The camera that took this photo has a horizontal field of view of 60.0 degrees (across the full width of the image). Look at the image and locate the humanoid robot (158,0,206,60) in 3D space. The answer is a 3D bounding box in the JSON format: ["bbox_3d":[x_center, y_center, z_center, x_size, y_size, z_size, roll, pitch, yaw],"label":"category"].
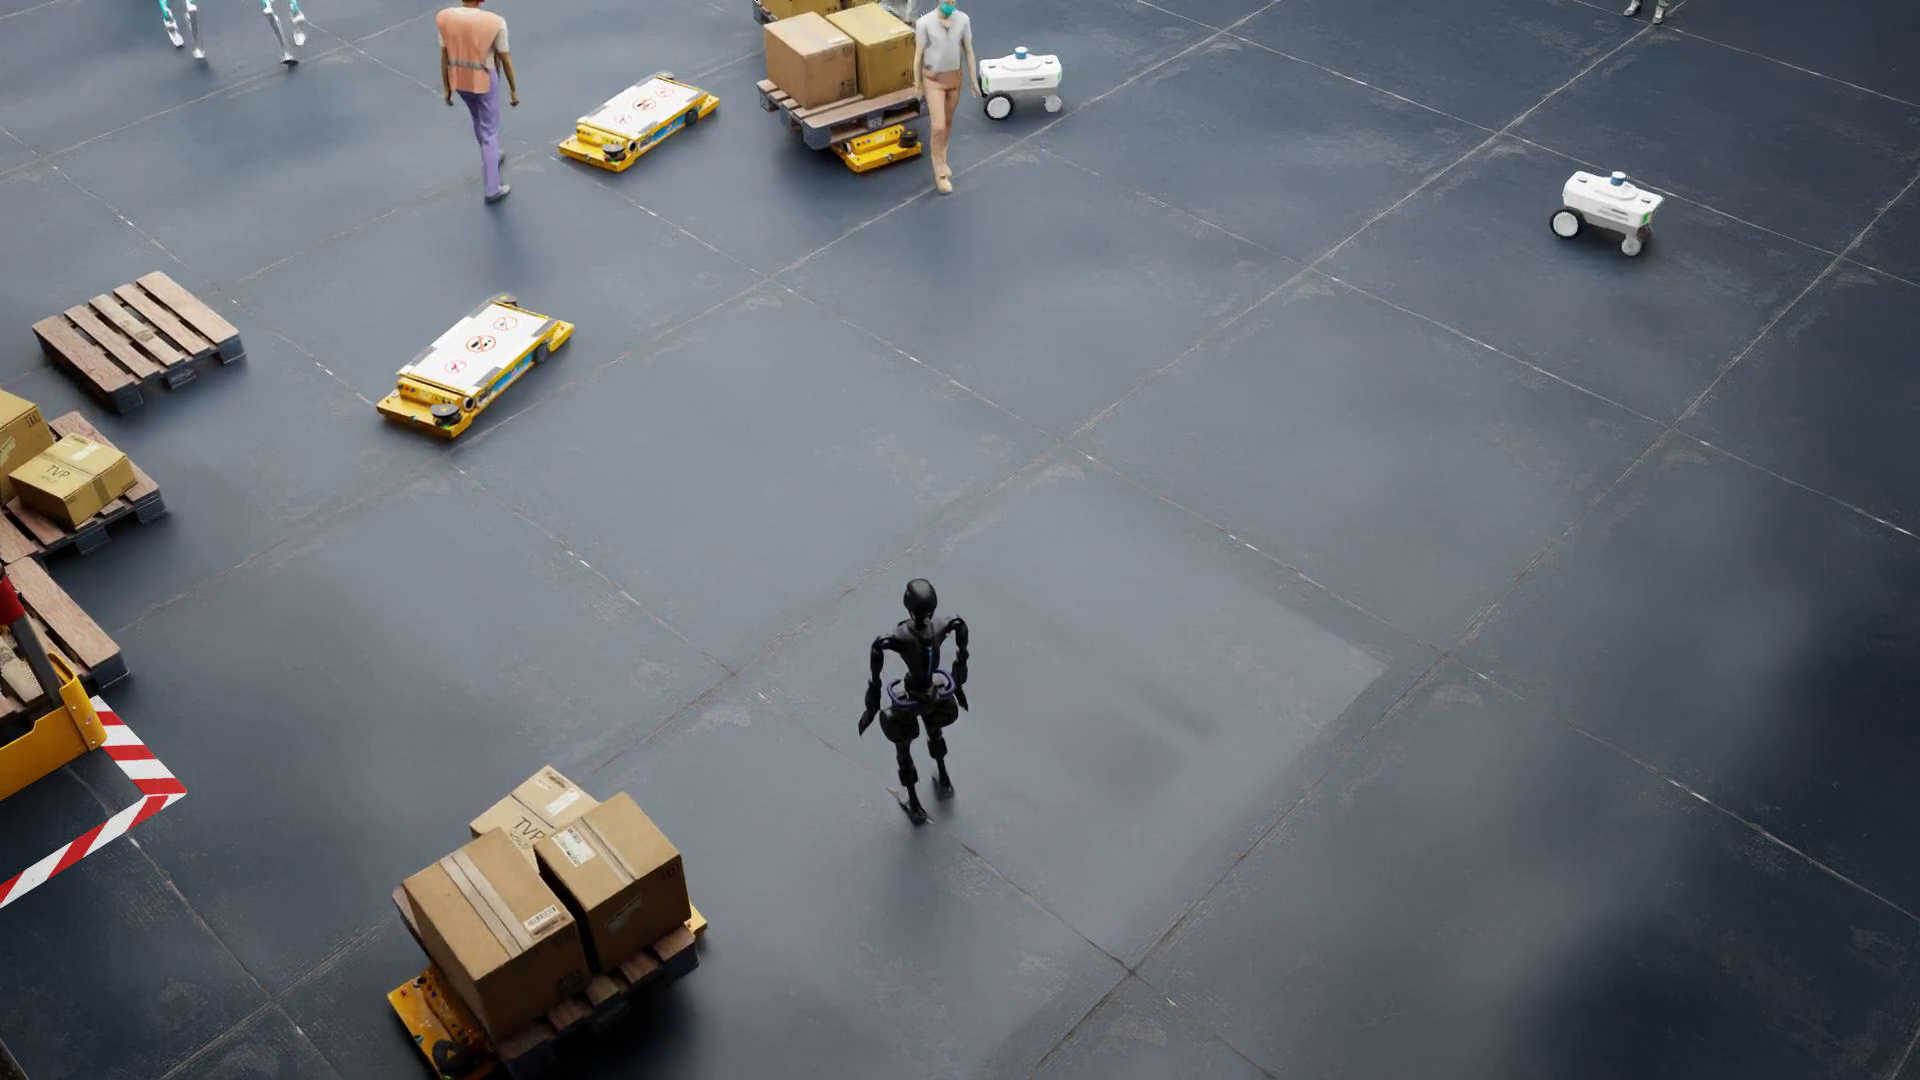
[{"bbox_3d":[-7.297,-5.193,15.230,0.536,1.767,1.009,-20,46,-21],"label":"humanoid robot"}]

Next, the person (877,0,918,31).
[{"bbox_3d":[-0.588,-4.653,14.622,0.520,1.689,0.833,19,45,20],"label":"person"}]

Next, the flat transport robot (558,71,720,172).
[{"bbox_3d":[-2.812,-3.693,14.631,0.659,0.231,1.431,22,46,23],"label":"flat transport robot"}]

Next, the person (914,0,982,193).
[{"bbox_3d":[-0.077,-3.683,13.526,0.495,1.725,0.679,-15,44,-16],"label":"person"}]

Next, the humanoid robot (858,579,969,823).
[{"bbox_3d":[-0.229,0.837,8.540,0.595,1.656,0.330,-17,45,-18],"label":"humanoid robot"}]

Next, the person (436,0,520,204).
[{"bbox_3d":[-3.870,-3.710,13.517,0.575,1.790,0.862,8,43,9],"label":"person"}]

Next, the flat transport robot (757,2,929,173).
[{"bbox_3d":[-0.993,-3.683,14.619,0.659,0.231,1.431,-24,47,-24],"label":"flat transport robot"}]

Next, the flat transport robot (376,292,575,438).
[{"bbox_3d":[-3.464,-1.275,11.943,0.659,0.231,1.431,18,45,19],"label":"flat transport robot"}]

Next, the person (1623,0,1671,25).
[{"bbox_3d":[6.789,-5.887,15.903,0.563,1.834,0.406,22,46,22],"label":"person"}]

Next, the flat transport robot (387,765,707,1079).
[{"bbox_3d":[-2.035,2.061,8.235,1.431,0.231,0.659,-30,50,-29],"label":"flat transport robot"}]

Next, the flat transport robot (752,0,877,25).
[{"bbox_3d":[-1.222,-4.831,15.896,0.659,0.231,1.431,-21,46,-22],"label":"flat transport robot"}]

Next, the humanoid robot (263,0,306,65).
[{"bbox_3d":[-6.327,-5.197,15.245,0.551,1.771,0.996,-14,44,-15],"label":"humanoid robot"}]

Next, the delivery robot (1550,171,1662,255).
[{"bbox_3d":[5.168,-2.654,13.252,0.774,0.581,0.499,27,48,26],"label":"delivery robot"}]

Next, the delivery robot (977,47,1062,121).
[{"bbox_3d":[0.521,-4.103,14.879,0.801,0.602,0.499,-6,42,-7],"label":"delivery robot"}]
